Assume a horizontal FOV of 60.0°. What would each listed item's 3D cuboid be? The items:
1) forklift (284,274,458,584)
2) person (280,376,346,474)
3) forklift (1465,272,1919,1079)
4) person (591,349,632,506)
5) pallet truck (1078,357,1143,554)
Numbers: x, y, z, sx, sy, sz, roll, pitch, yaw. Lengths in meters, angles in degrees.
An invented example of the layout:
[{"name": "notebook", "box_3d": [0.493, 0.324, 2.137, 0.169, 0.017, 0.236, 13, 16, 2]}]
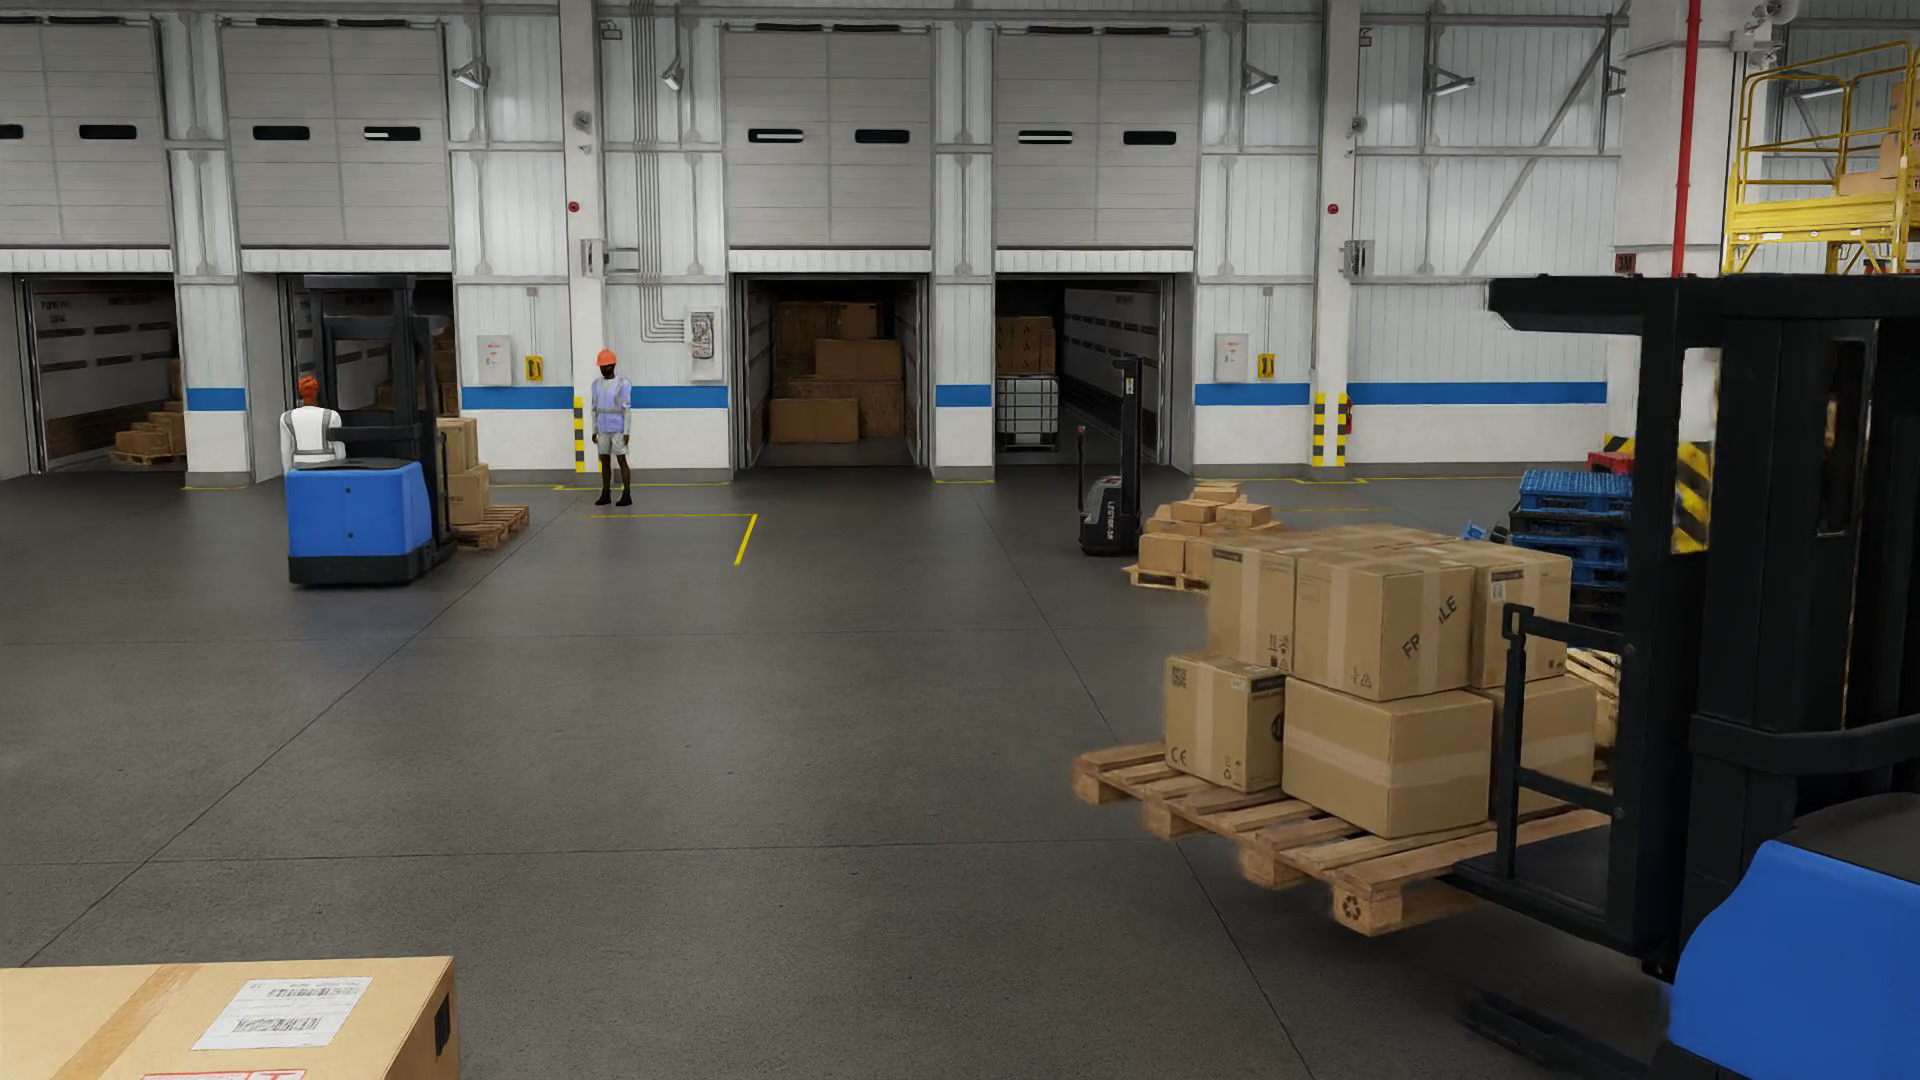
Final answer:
[{"name": "forklift", "box_3d": [-5.548, -1.087, 15.570, 1.129, 2.768, 1.873, -1, 9, -4]}, {"name": "person", "box_3d": [-6.016, -0.584, 15.540, 0.573, 1.883, 0.356, -1, 9, -6]}, {"name": "forklift", "box_3d": [2.822, 0.531, 5.415, 1.129, 2.768, 1.873, -5, 10, -30]}, {"name": "person", "box_3d": [-4.272, -1.363, 20.308, 0.543, 1.928, 0.392, 4, 10, 21]}, {"name": "pallet truck", "box_3d": [2.088, -0.836, 16.757, 1.885, 1.965, 0.823, 2, 9, 13]}]
